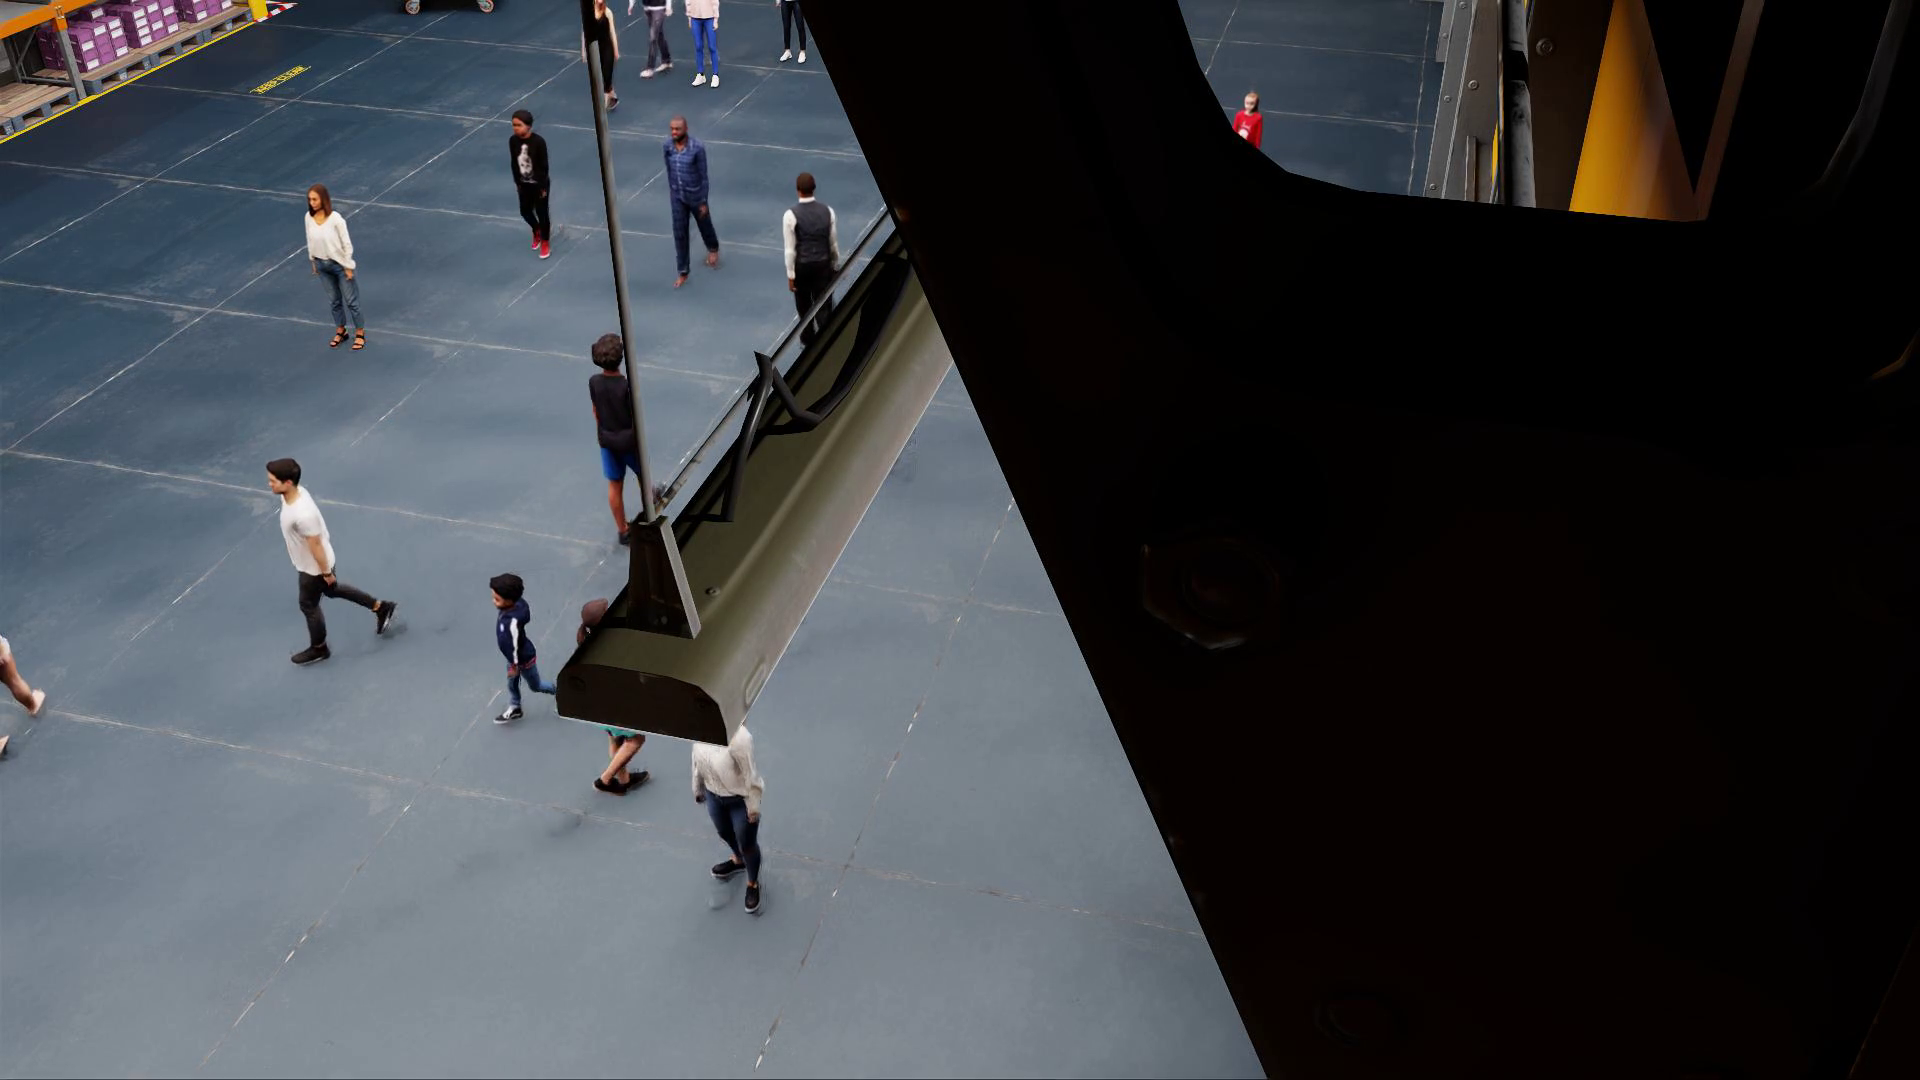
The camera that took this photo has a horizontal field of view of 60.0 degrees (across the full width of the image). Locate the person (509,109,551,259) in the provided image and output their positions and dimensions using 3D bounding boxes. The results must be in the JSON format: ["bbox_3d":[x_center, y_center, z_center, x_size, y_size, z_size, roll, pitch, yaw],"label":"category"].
[{"bbox_3d":[-4.625,-3.912,18.136,0.650,1.660,0.706,4,34,6],"label":"person"}]

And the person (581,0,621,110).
[{"bbox_3d":[-4.693,-6.458,21.953,0.700,1.674,1.176,5,34,7],"label":"person"}]

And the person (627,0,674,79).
[{"bbox_3d":[-4.212,-7.435,23.318,0.937,1.791,1.107,22,40,30],"label":"person"}]

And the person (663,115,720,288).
[{"bbox_3d":[-2.821,-3.653,17.643,0.669,1.774,1.120,8,35,12],"label":"person"}]

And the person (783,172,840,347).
[{"bbox_3d":[-1.393,-2.541,15.867,1.134,1.888,1.312,-11,35,-16],"label":"person"}]

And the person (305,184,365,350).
[{"bbox_3d":[-6.113,-2.688,16.273,0.606,1.682,0.534,10,35,14],"label":"person"}]

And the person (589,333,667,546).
[{"bbox_3d":[-2.743,-0.760,13.293,0.679,1.772,0.984,6,34,9],"label":"person"}]

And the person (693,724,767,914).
[{"bbox_3d":[-1.336,1.539,9.920,0.759,1.676,0.743,12,35,17],"label":"person"}]

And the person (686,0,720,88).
[{"bbox_3d":[-3.526,-7.148,22.907,0.634,1.767,0.534,10,35,14],"label":"person"}]

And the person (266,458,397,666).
[{"bbox_3d":[-4.603,0.109,12.054,1.082,1.697,1.058,-15,37,-22],"label":"person"}]

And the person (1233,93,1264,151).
[{"bbox_3d":[3.376,-4.651,19.594,0.510,1.277,0.578,11,35,15],"label":"person"}]

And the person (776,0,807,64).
[{"bbox_3d":[-2.399,-7.731,23.845,0.606,1.700,0.533,10,35,14],"label":"person"}]

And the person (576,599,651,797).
[{"bbox_3d":[-2.309,1.063,10.745,0.790,1.556,0.724,-24,40,-31],"label":"person"}]

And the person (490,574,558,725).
[{"bbox_3d":[-3.000,0.761,11.518,0.853,1.203,0.811,-15,37,-22],"label":"person"}]
